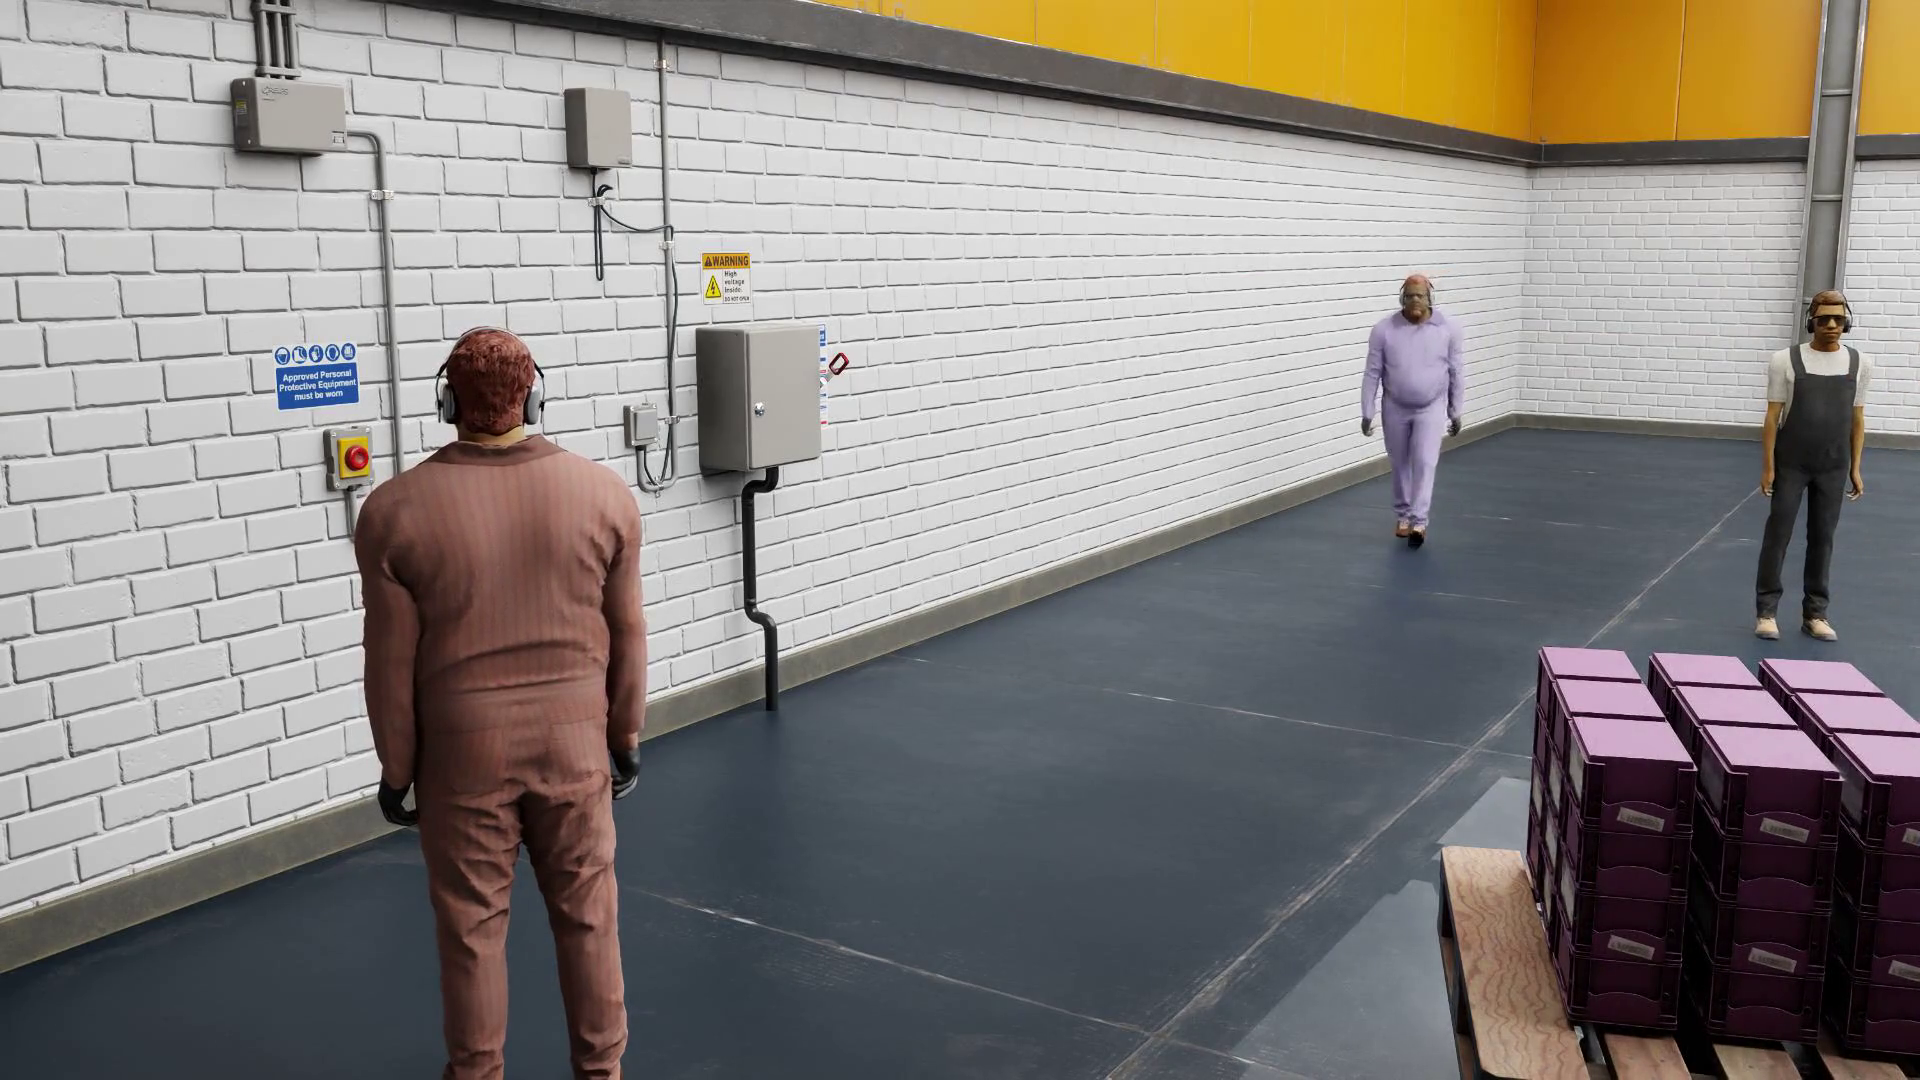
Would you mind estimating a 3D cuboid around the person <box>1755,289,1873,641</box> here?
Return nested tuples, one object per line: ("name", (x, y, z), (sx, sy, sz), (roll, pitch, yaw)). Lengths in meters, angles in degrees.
("person", (4.481, -0.384, 8.738), (0.507, 1.846, 0.351), (2, 10, 10))

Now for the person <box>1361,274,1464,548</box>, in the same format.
("person", (3.104, -0.885, 11.474), (0.670, 1.852, 0.984), (4, 11, 19))

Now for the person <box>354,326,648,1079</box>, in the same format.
("person", (-1.045, 0.465, 3.863), (0.642, 1.909, 0.410), (-5, 11, -26))
